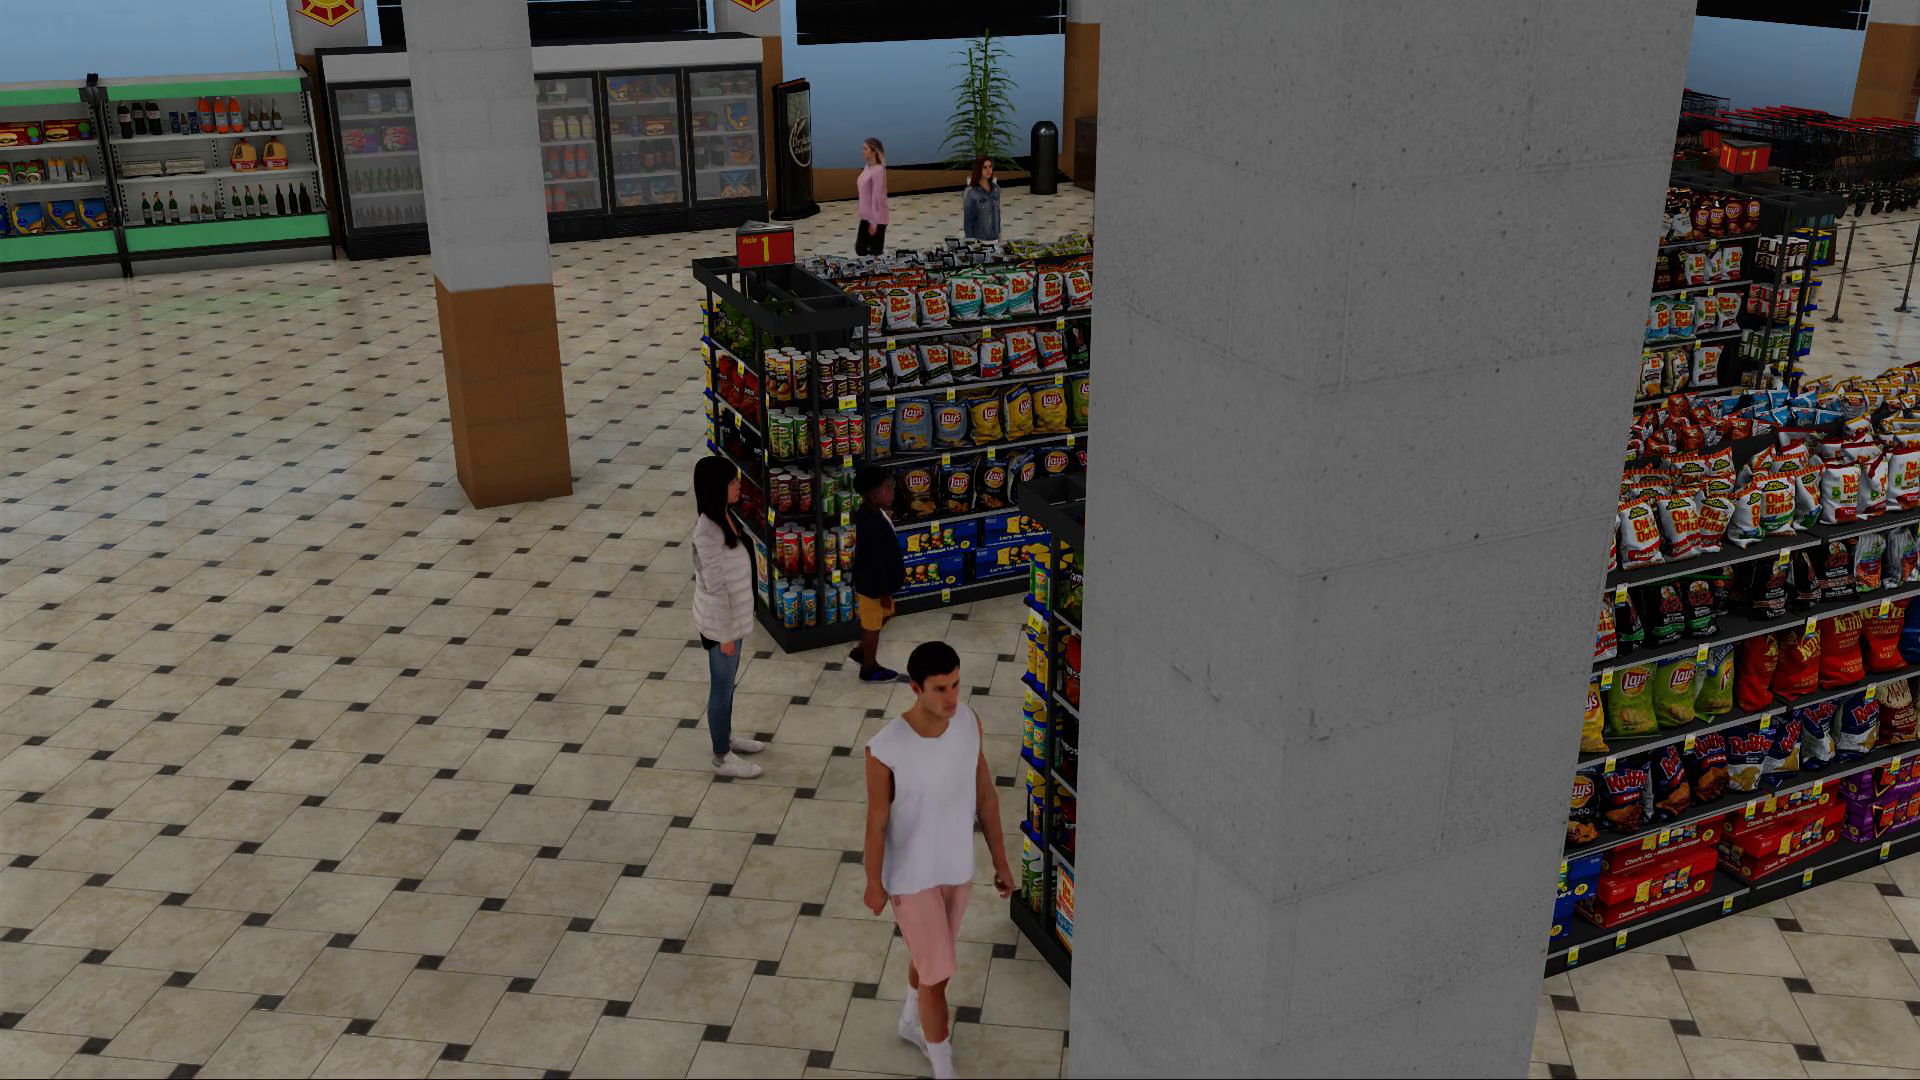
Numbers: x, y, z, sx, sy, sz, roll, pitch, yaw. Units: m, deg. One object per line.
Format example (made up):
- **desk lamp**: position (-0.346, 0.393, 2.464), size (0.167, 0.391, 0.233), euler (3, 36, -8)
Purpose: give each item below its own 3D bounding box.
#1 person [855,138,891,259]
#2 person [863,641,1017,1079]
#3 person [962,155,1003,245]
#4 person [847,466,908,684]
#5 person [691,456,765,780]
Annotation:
- **person**: position (-0.807, -3.316, 17.221), size (0.658, 1.682, 0.656), euler (-6, 23, -15)
- **person**: position (-0.152, 1.137, 6.026), size (0.903, 1.765, 0.836), euler (-18, 28, -37)
- **person**: position (0.209, -2.869, 16.081), size (0.548, 1.702, 0.730), euler (-17, 28, -37)
- **person**: position (-0.529, 0.196, 9.043), size (0.607, 1.262, 0.588), euler (-4, 22, -10)
- **person**: position (-1.158, 0.365, 8.117), size (0.669, 1.638, 0.687), euler (-1, 22, -3)
